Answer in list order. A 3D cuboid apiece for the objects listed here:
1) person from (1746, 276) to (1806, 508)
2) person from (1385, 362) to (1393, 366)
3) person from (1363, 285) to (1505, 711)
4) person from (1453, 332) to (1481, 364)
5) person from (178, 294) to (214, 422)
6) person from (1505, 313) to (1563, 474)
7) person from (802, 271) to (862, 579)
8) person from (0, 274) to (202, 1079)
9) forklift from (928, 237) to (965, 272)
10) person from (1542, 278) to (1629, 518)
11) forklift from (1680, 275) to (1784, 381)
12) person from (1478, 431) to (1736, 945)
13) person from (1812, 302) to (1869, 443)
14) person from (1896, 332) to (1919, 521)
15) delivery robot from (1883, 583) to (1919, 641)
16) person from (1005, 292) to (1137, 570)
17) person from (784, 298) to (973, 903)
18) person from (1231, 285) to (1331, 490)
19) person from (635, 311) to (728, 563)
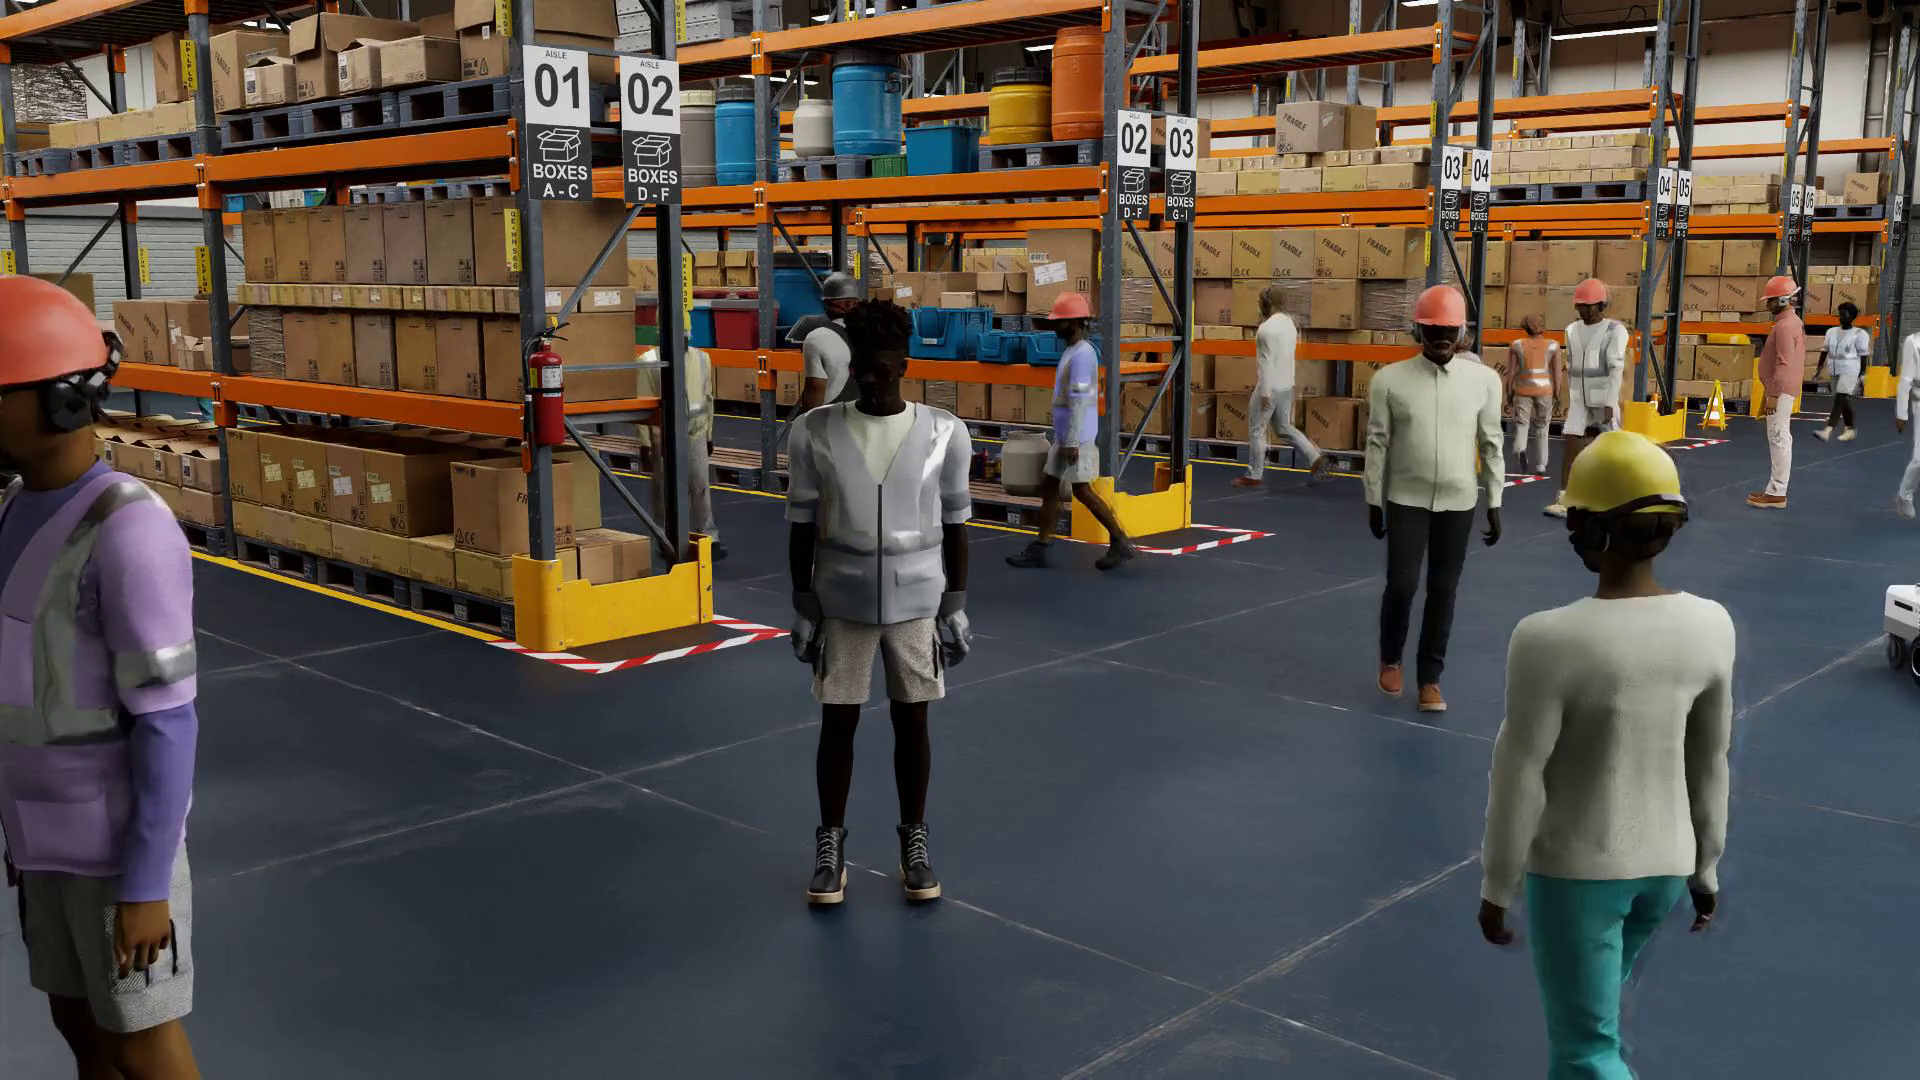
[{"bbox_3d":[7.084,-1.283,14.412,0.388,1.987,0.608,5,11,30],"label":"person"},{"bbox_3d":[5.544,-2.264,20.631,0.657,1.924,0.647,8,12,39],"label":"person"},{"bbox_3d":[2.196,-0.181,7.700,0.616,1.979,0.423,1,9,4],"label":"person"},{"bbox_3d":[4.333,-1.114,14.534,0.697,1.610,0.507,-7,12,-37],"label":"person"},{"bbox_3d":[-7.925,-1.692,17.491,0.588,1.790,0.955,-8,12,-40],"label":"person"},{"bbox_3d":[5.712,-1.449,16.552,0.545,1.617,0.568,3,10,18],"label":"person"},{"bbox_3d":[-0.799,-0.741,11.053,0.689,2.000,0.538,-7,12,-39],"label":"person"},{"bbox_3d":[-1.634,0.543,3.070,0.616,2.042,0.391,8,12,40],"label":"person"},{"bbox_3d":[-0.326,-5.817,39.609,1.129,2.768,1.873,9,13,43],"label":"forklift"},{"bbox_3d":[5.315,-1.187,13.891,1.091,1.988,0.626,-7,12,-37],"label":"person"},{"bbox_3d":[12.480,-3.427,27.053,1.214,2.155,2.313,9,13,43],"label":"forklift"},{"bbox_3d":[1.317,0.656,3.295,0.527,1.740,0.811,-3,10,-19],"label":"person"},{"bbox_3d":[10.374,-1.970,19.640,0.876,1.651,0.541,-4,10,-21],"label":"person"},{"bbox_3d":[7.705,-1.013,13.129,0.585,1.868,0.456,1,9,7],"label":"person"},{"bbox_3d":[4.994,0.387,8.396,0.477,0.478,0.707,0,9,3],"label":"delivery robot"},{"bbox_3d":[0.791,-0.746,11.387,0.887,1.905,0.557,-1,9,-4],"label":"person"},{"bbox_3d":[-0.258,0.205,5.380,0.608,1.957,0.390,-1,9,-4],"label":"person"},{"bbox_3d":[2.995,-1.404,15.431,0.858,1.908,0.629,7,11,35],"label":"person"},{"bbox_3d":[-1.936,-0.723,11.553,0.625,1.789,0.892,-5,11,-30],"label":"person"}]
